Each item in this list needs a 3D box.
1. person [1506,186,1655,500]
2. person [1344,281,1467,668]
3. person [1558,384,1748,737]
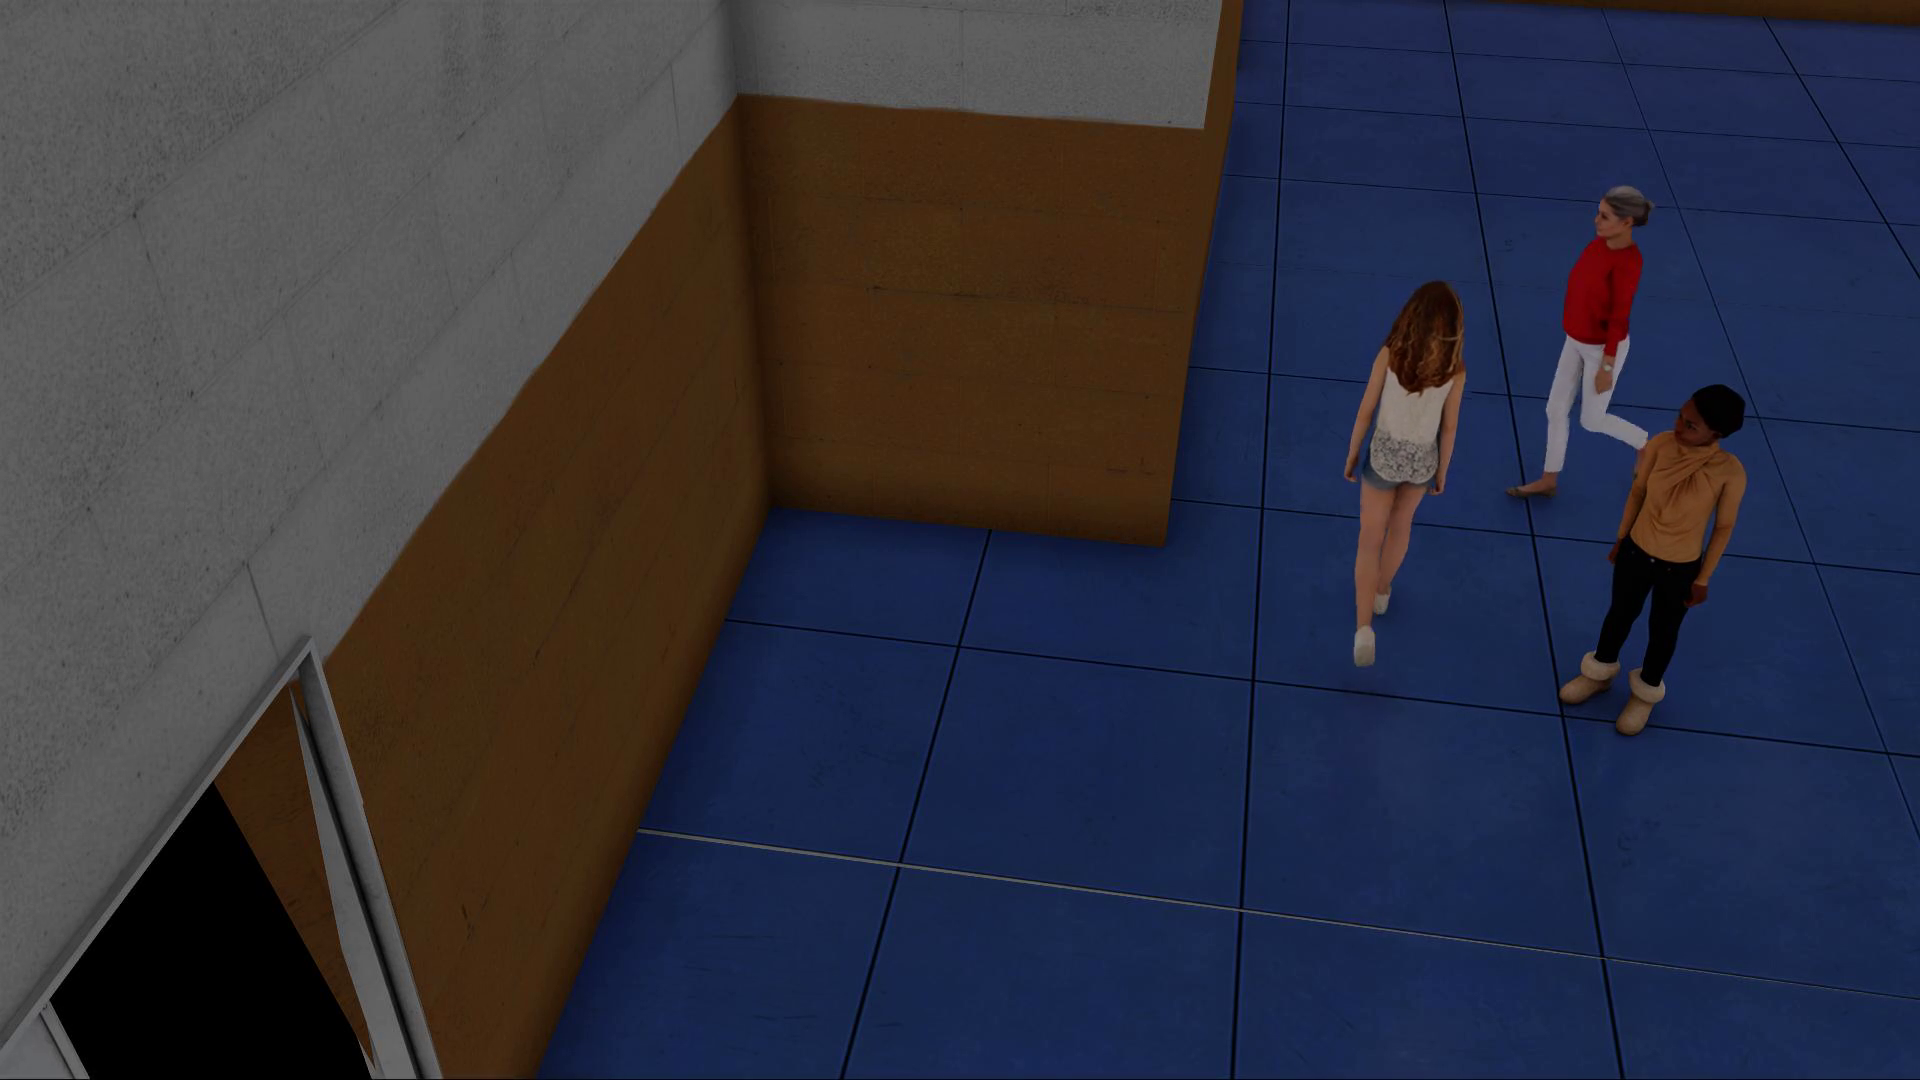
[{"bbox_3d":[3.158,-0.913,8.072,1.060,1.675,0.778,-7,37,-9],"label":"person"},{"bbox_3d":[1.881,-0.236,7.123,0.970,1.732,0.635,5,37,6],"label":"person"},{"bbox_3d":[2.871,0.064,6.784,0.740,1.658,0.662,-28,45,-32],"label":"person"}]
